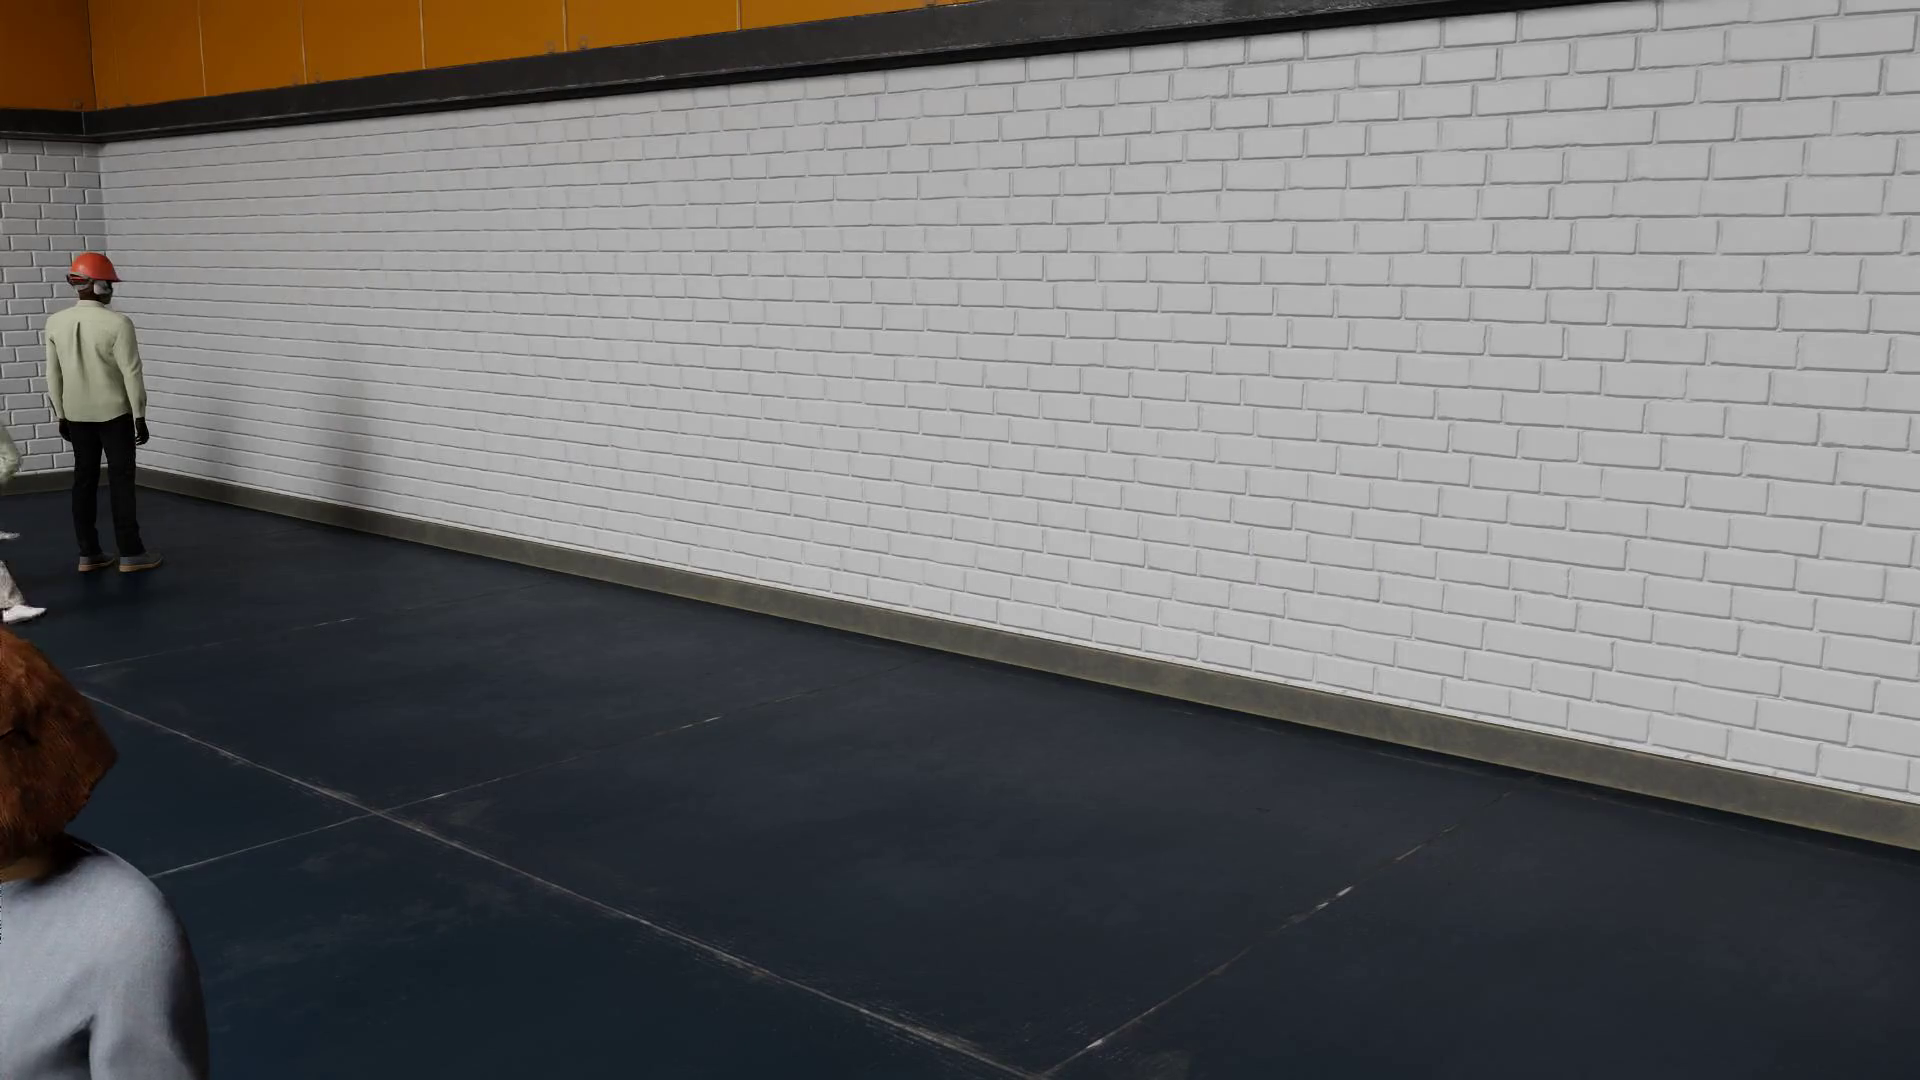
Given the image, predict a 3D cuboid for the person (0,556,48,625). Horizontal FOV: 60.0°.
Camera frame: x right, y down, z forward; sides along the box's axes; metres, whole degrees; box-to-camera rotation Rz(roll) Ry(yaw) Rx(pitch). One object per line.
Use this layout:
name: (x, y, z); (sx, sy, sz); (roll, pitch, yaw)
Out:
person: (-5.242, -0.293, 8.716); (0.847, 1.599, 0.514); (1, 10, 6)

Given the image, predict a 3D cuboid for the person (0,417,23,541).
person: (-6.699, -0.898, 11.422); (0.406, 1.857, 0.505); (-8, 13, -37)

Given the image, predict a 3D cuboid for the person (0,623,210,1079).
person: (-1.058, 0.886, 1.897); (0.506, 1.632, 0.277); (4, 11, 21)

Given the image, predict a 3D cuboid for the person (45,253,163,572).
person: (-5.373, -0.792, 10.424); (0.625, 1.990, 0.389); (2, 10, 9)
